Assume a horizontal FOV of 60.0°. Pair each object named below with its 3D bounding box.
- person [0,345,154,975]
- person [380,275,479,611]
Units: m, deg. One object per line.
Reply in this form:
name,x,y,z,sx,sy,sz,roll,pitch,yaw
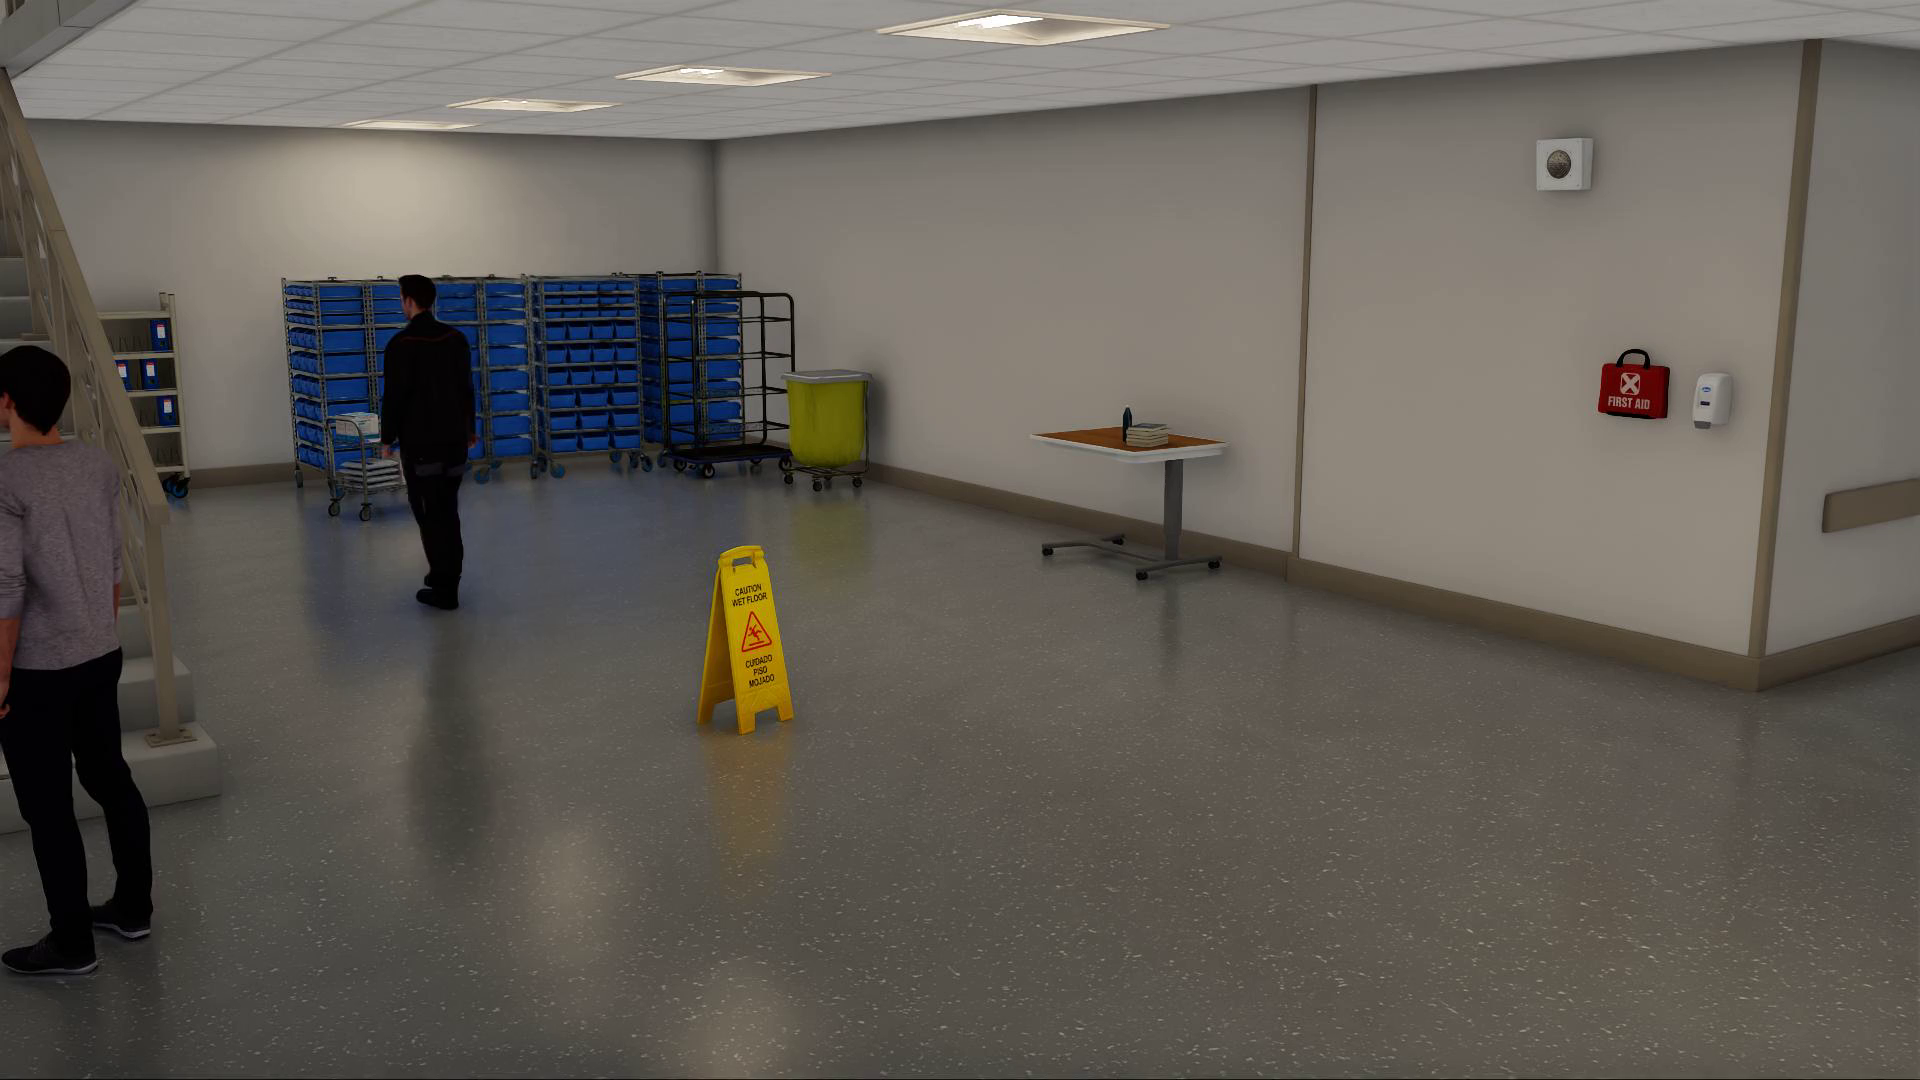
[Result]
person,-2.651,0.346,4.902,0.772,1.844,0.731,3,11,14
person,-2.955,-0.549,9.473,0.900,1.898,0.831,8,13,36
